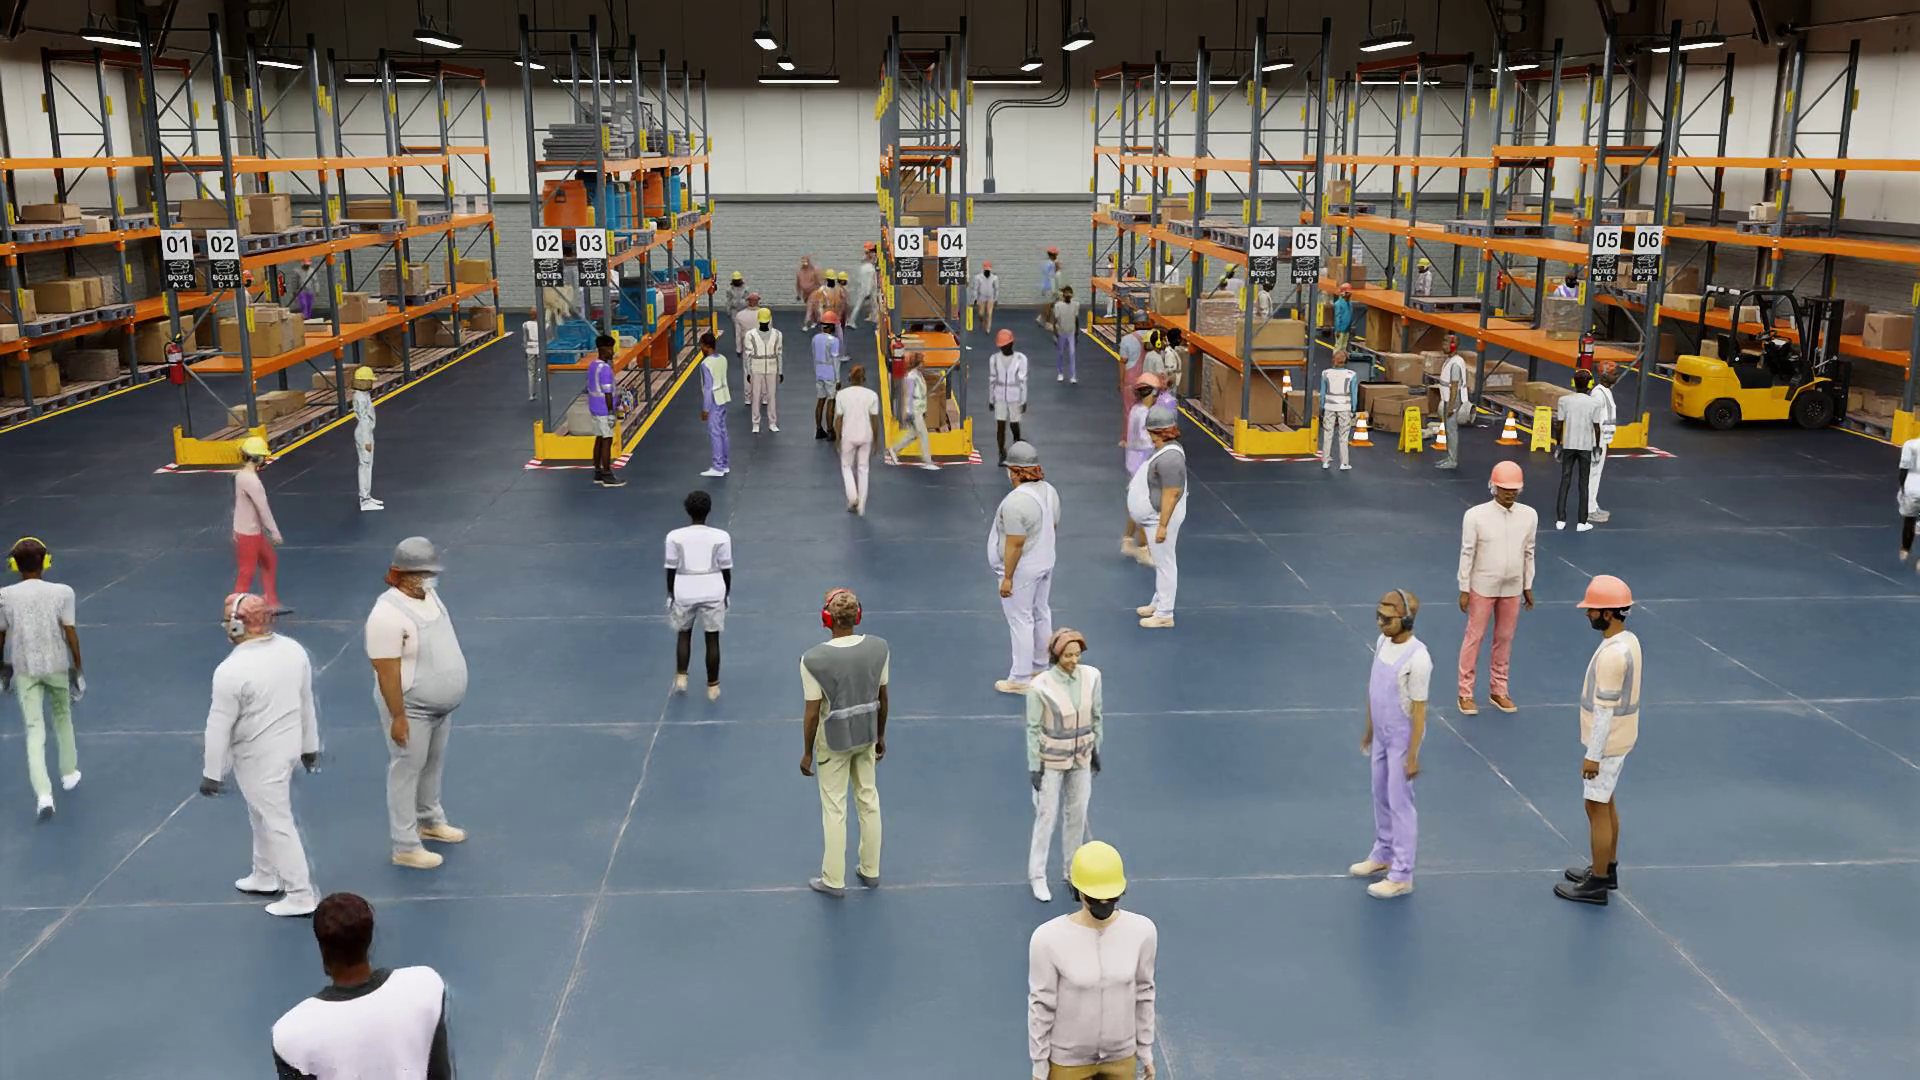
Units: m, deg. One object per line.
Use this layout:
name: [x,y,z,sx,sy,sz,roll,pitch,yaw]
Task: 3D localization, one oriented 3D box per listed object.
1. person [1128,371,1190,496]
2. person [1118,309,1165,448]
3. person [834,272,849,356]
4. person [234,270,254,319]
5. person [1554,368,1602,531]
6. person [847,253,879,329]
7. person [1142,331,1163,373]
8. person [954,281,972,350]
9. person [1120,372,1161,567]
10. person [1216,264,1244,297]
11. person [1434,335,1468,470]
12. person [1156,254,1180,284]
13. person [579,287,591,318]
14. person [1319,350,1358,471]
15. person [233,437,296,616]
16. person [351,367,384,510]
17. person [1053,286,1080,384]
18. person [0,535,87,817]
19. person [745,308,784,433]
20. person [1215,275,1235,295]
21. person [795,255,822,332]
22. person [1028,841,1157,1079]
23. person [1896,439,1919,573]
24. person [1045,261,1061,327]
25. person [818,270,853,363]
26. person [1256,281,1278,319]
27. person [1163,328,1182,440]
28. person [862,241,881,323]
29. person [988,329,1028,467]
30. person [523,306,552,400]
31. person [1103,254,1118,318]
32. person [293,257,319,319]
person: [2.479,-1.305,20.715,0.804,1.608,0.513,-7,15,-28]
person: [2.616,-2.364,24.284,0.684,2.000,0.535,-4,14,-16]
person: [-2.494,-4.772,35.077,0.324,1.766,0.532,2,13,10]
person: [-13.890,-4.252,32.402,0.404,1.991,0.625,-9,16,-35]
person: [7.063,-1.034,19.006,0.513,1.876,0.328,8,16,31]
person: [-2.246,-5.994,40.105,1.037,1.850,0.672,-6,14,-23]
person: [2.750,-2.129,23.922,0.312,1.744,0.487,-4,14,-15]
person: [0.040,-4.957,36.140,0.282,1.633,0.498,-9,16,-34]
person: [1.925,-0.737,17.448,0.426,2.018,0.722,-1,13,-5]
person: [5.721,-4.948,35.561,0.613,1.875,0.988,-2,13,-10]
person: [6.708,-1.876,22.665,0.389,1.837,0.560,2,13,7]
person: [4.945,-5.872,39.598,0.591,1.847,0.781,7,15,28]
person: [-9.081,-6.040,40.461,0.328,1.760,0.524,-1,13,-2]
person: [5.134,-1.760,22.581,0.522,1.640,0.306,7,15,27]
person: [-6.424,-0.083,15.278,0.711,1.736,0.532,-8,15,-30]
person: [-7.173,-1.234,20.152,0.324,1.736,0.485,-5,14,-22]
person: [1.971,-3.824,30.961,0.538,1.813,0.997,-2,13,-7]
person: [-6.090,0.882,11.004,0.530,1.840,0.942,-6,15,-25]
person: [-2.999,-2.605,25.570,0.585,1.917,0.382,-4,14,-17]
person: [5.389,-4.598,34.376,0.547,1.733,0.800,0,13,-1]
person: [-3.614,-5.950,39.989,0.661,1.818,1.140,6,15,24]
person: [0.513,1.991,6.424,0.525,1.769,0.308,-4,14,-16]
person: [10.029,-0.511,17.271,0.539,1.652,0.798,7,15,27]
person: [2.256,-5.992,40.562,0.453,1.620,0.571,-2,13,-10]
person: [-2.548,-4.530,33.783,0.603,1.884,0.919,-10,17,-36]
person: [5.741,-4.009,31.245,0.393,2.041,0.613,2,13,7]
person: [3.156,-2.336,24.924,0.320,1.686,0.540,3,14,12]
person: [-2.243,-6.457,41.661,0.613,2.029,0.408,10,17,37]
person: [0.677,-1.963,22.877,0.573,1.905,0.627,3,14,14]
person: [-7.316,-3.228,28.827,0.509,1.629,0.315,1,13,5]
person: [3.910,-6.558,42.911,0.524,1.639,0.306,-12,18,-42]
person: [-16.134,-6.146,41.031,0.587,1.700,0.899,-8,16,-32]
